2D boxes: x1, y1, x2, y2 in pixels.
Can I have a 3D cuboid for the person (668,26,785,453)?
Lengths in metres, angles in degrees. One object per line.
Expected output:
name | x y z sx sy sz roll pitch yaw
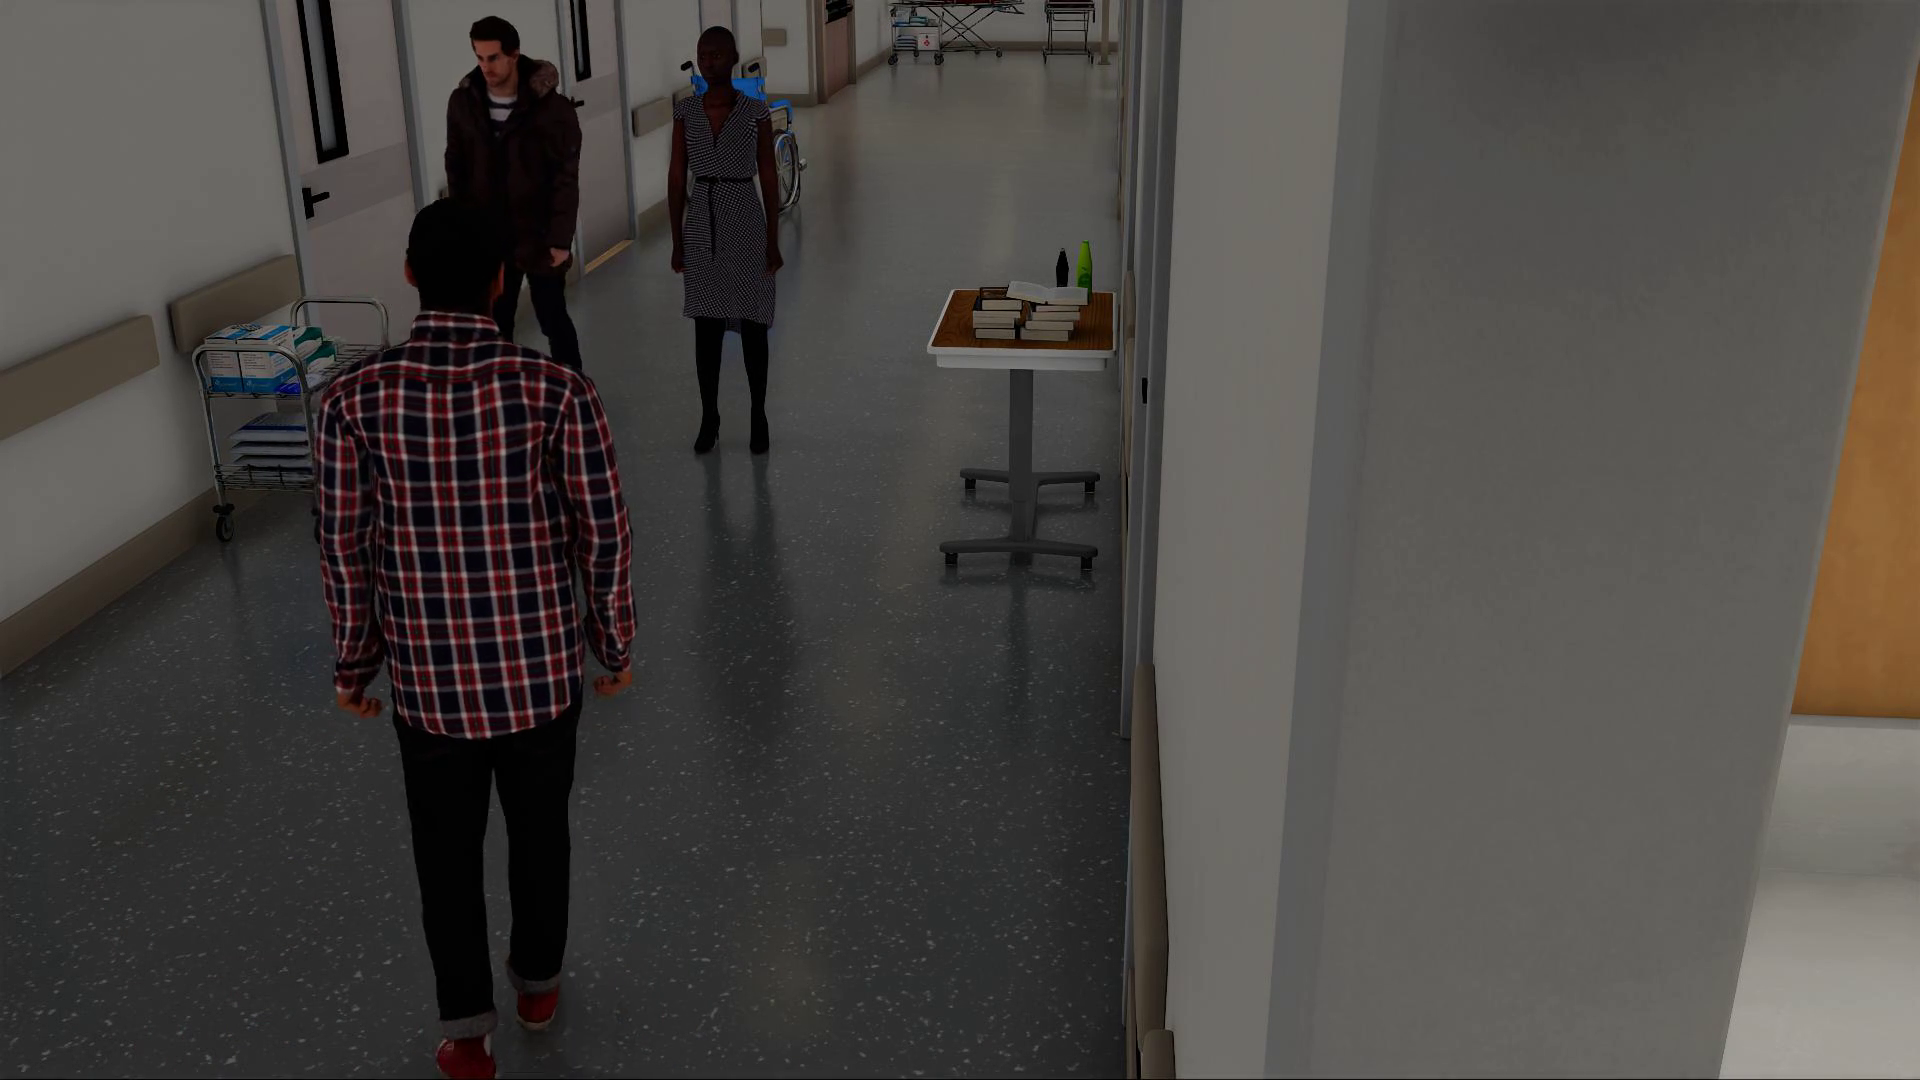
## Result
person | -0.983 -1.247 7.052 0.629 1.787 0.526 1 21 3

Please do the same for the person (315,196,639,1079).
person | -0.916 0.246 3.157 0.863 1.755 0.903 -6 21 -14

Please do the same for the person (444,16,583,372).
person | -1.864 -1.304 7.211 0.787 1.781 1.173 3 21 7
